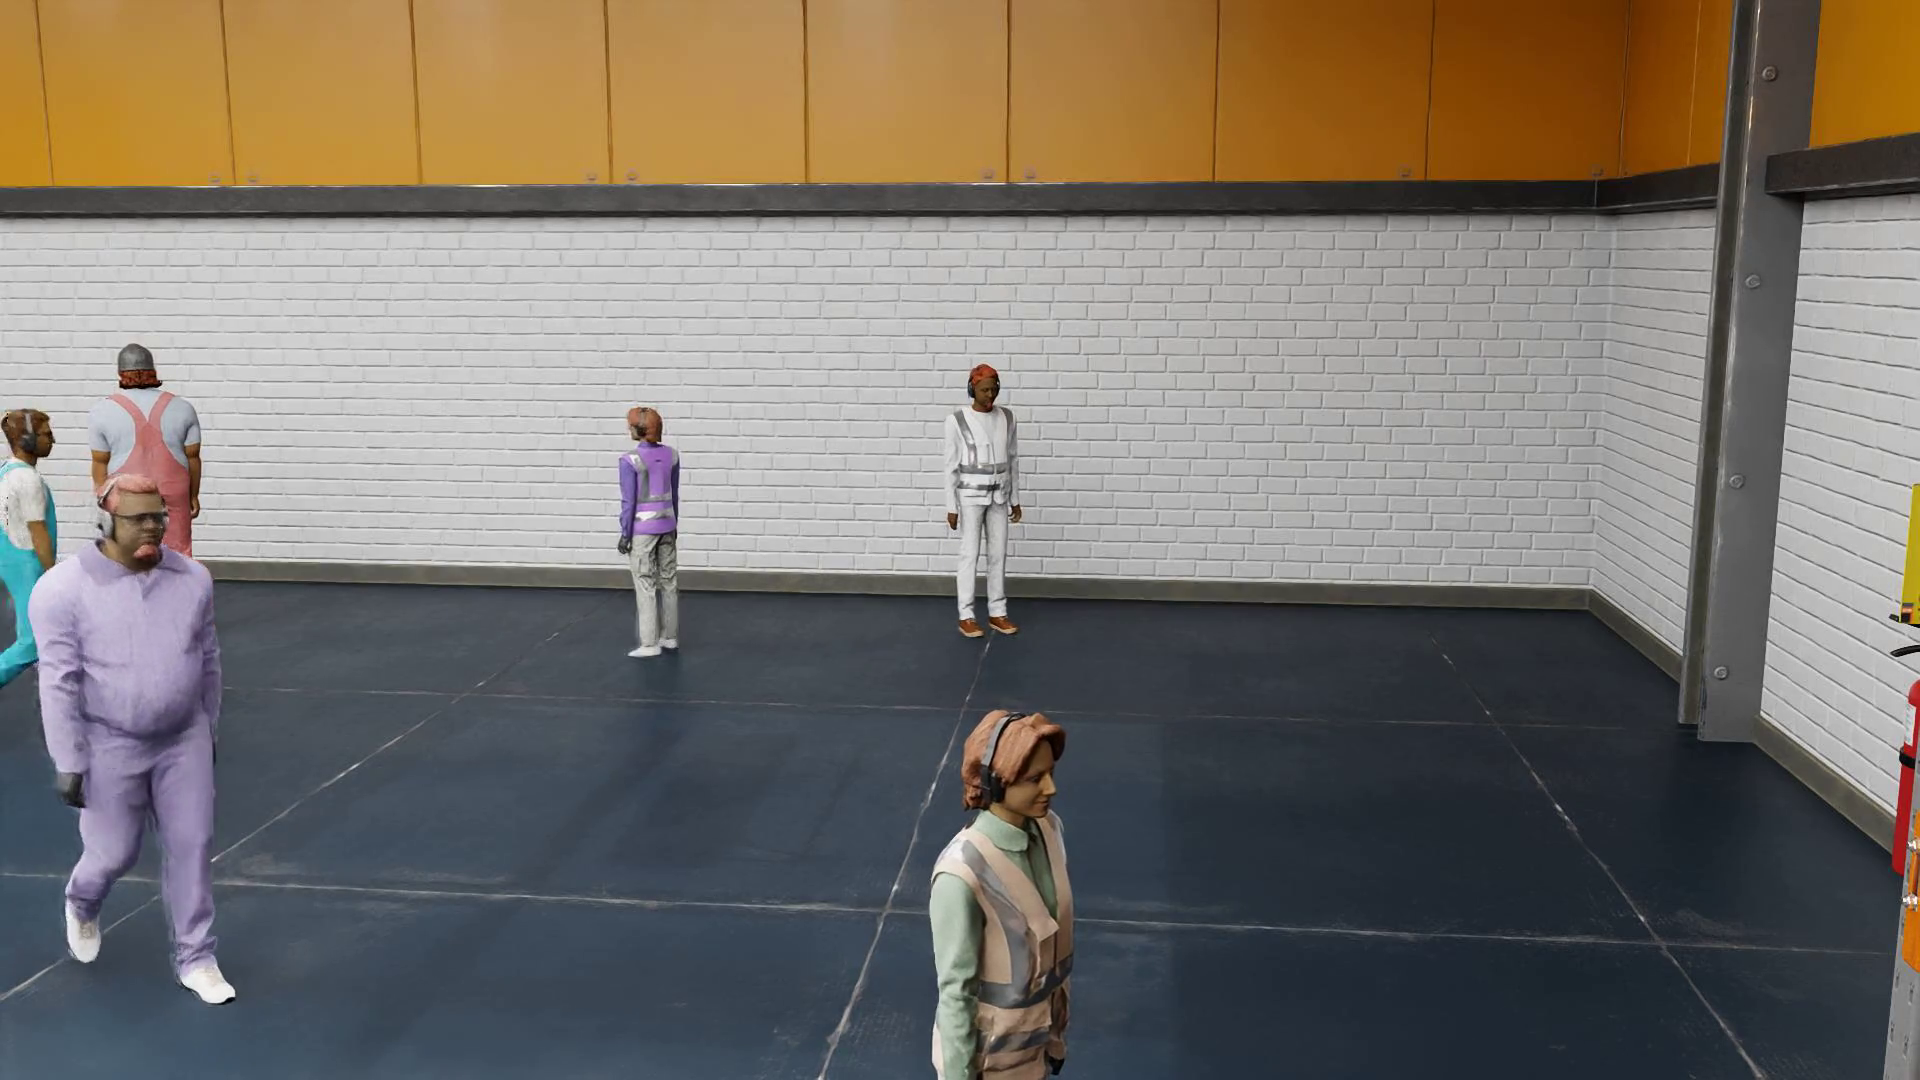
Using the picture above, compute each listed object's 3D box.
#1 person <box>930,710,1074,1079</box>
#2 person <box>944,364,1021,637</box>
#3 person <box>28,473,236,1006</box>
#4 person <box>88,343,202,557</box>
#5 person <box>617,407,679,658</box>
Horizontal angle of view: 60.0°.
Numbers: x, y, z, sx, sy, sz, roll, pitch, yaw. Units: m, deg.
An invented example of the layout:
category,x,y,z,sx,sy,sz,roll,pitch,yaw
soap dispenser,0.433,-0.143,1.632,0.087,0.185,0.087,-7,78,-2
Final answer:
category,x,y,z,sx,sy,sz,roll,pitch,yaw
person,0.097,1.182,3.792,0.312,1.639,0.518,5,11,28
person,0.156,-0.270,11.429,0.586,1.879,0.357,-6,12,-31
person,-2.917,0.692,5.884,0.714,1.889,0.651,8,13,40
person,-5.513,-0.328,11.287,0.683,2.000,0.535,-7,12,-34
person,-2.018,-0.043,10.854,0.355,1.643,0.530,6,12,32
